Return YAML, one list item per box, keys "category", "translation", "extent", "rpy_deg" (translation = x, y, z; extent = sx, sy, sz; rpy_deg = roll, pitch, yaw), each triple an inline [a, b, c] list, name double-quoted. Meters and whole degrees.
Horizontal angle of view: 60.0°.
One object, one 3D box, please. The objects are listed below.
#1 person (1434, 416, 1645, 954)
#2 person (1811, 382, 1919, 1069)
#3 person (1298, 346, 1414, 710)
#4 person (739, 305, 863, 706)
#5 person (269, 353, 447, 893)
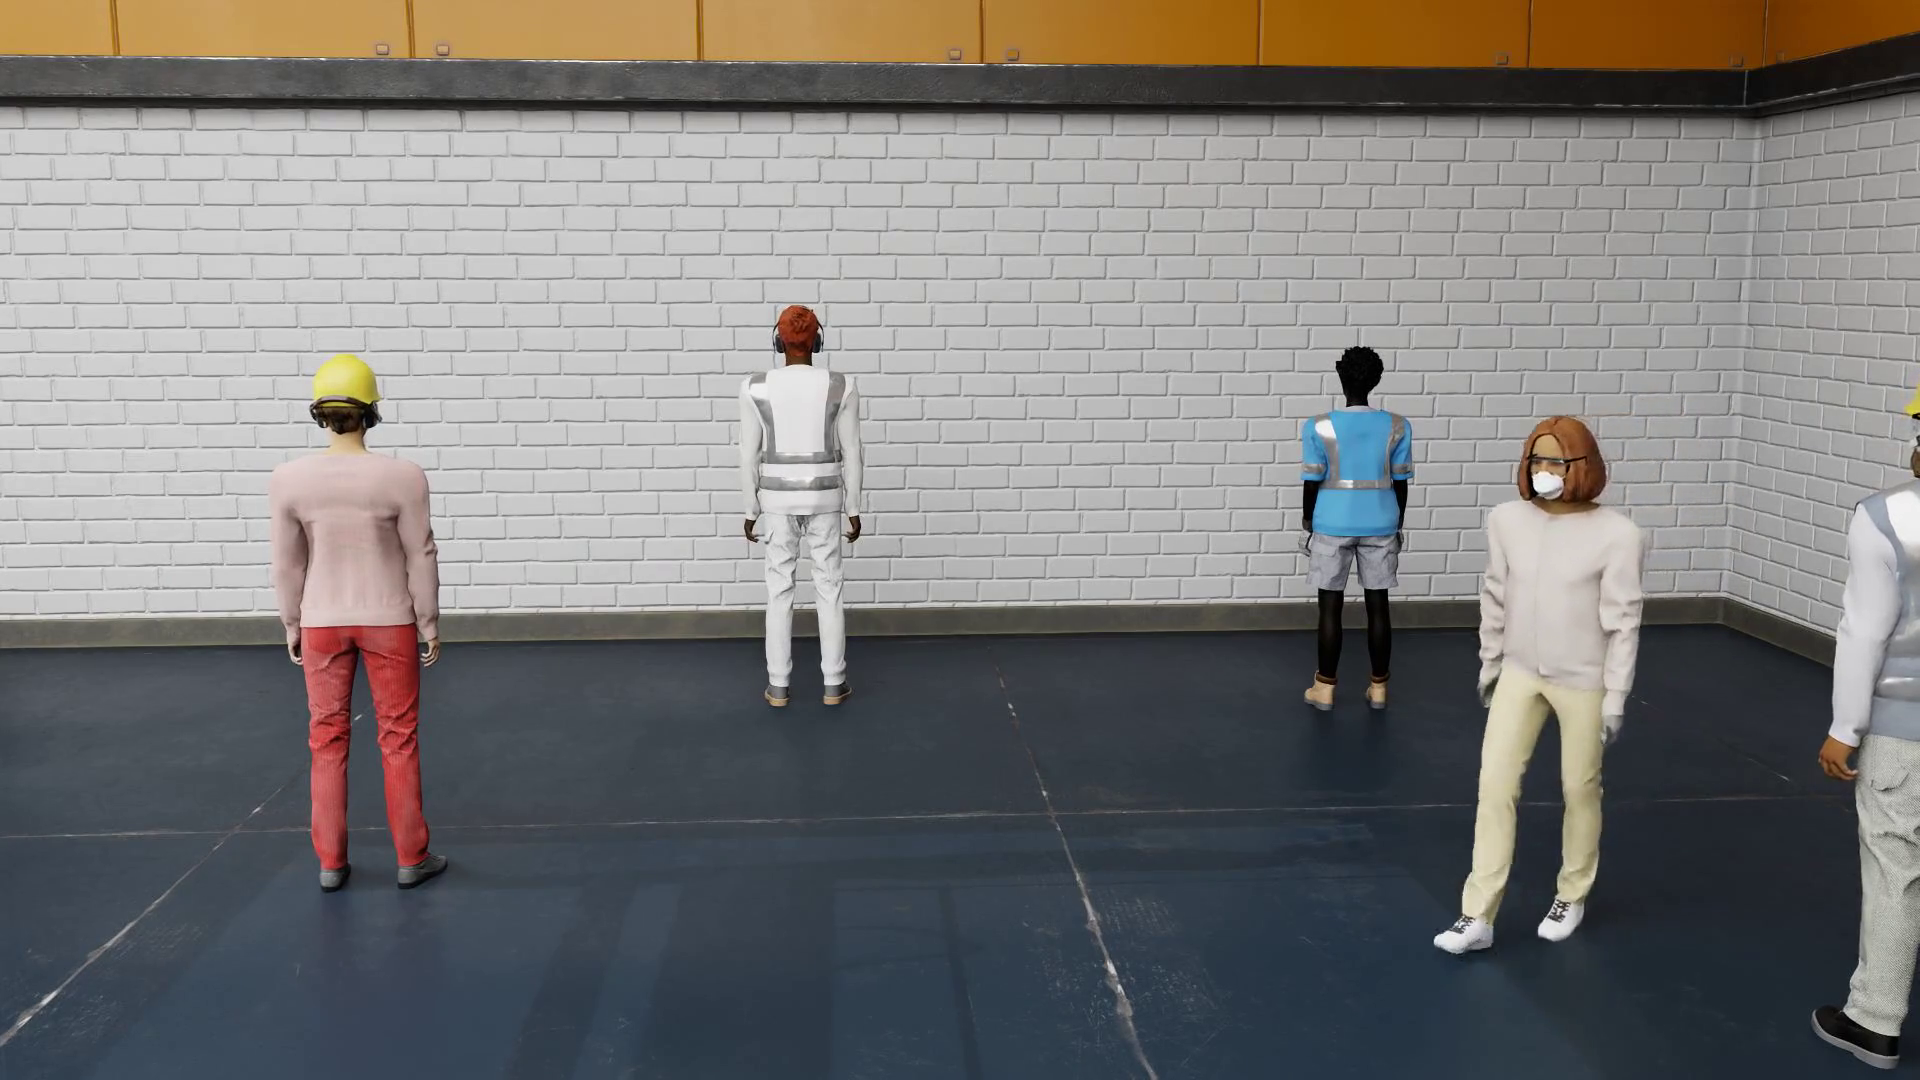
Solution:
- category: "person"
  translation: [1.696, 0.446, 4.887]
  extent: [0.528, 1.601, 0.740]
  rpy_deg: [9, 13, 44]
- category: "person"
  translation: [2.488, 0.439, 4.238]
  extent: [0.591, 1.837, 0.403]
  rpy_deg: [-1, 9, -4]
- category: "person"
  translation: [1.828, -0.047, 7.731]
  extent: [0.536, 1.697, 0.318]
  rpy_deg: [-1, 9, -4]
- category: "person"
  translation: [-0.740, -0.153, 7.811]
  extent: [0.575, 1.884, 0.355]
  rpy_deg: [-1, 9, -4]
- category: "person"
  translation: [-1.965, 0.279, 5.455]
  extent: [0.526, 1.772, 0.308]
  rpy_deg: [-1, 9, -4]
